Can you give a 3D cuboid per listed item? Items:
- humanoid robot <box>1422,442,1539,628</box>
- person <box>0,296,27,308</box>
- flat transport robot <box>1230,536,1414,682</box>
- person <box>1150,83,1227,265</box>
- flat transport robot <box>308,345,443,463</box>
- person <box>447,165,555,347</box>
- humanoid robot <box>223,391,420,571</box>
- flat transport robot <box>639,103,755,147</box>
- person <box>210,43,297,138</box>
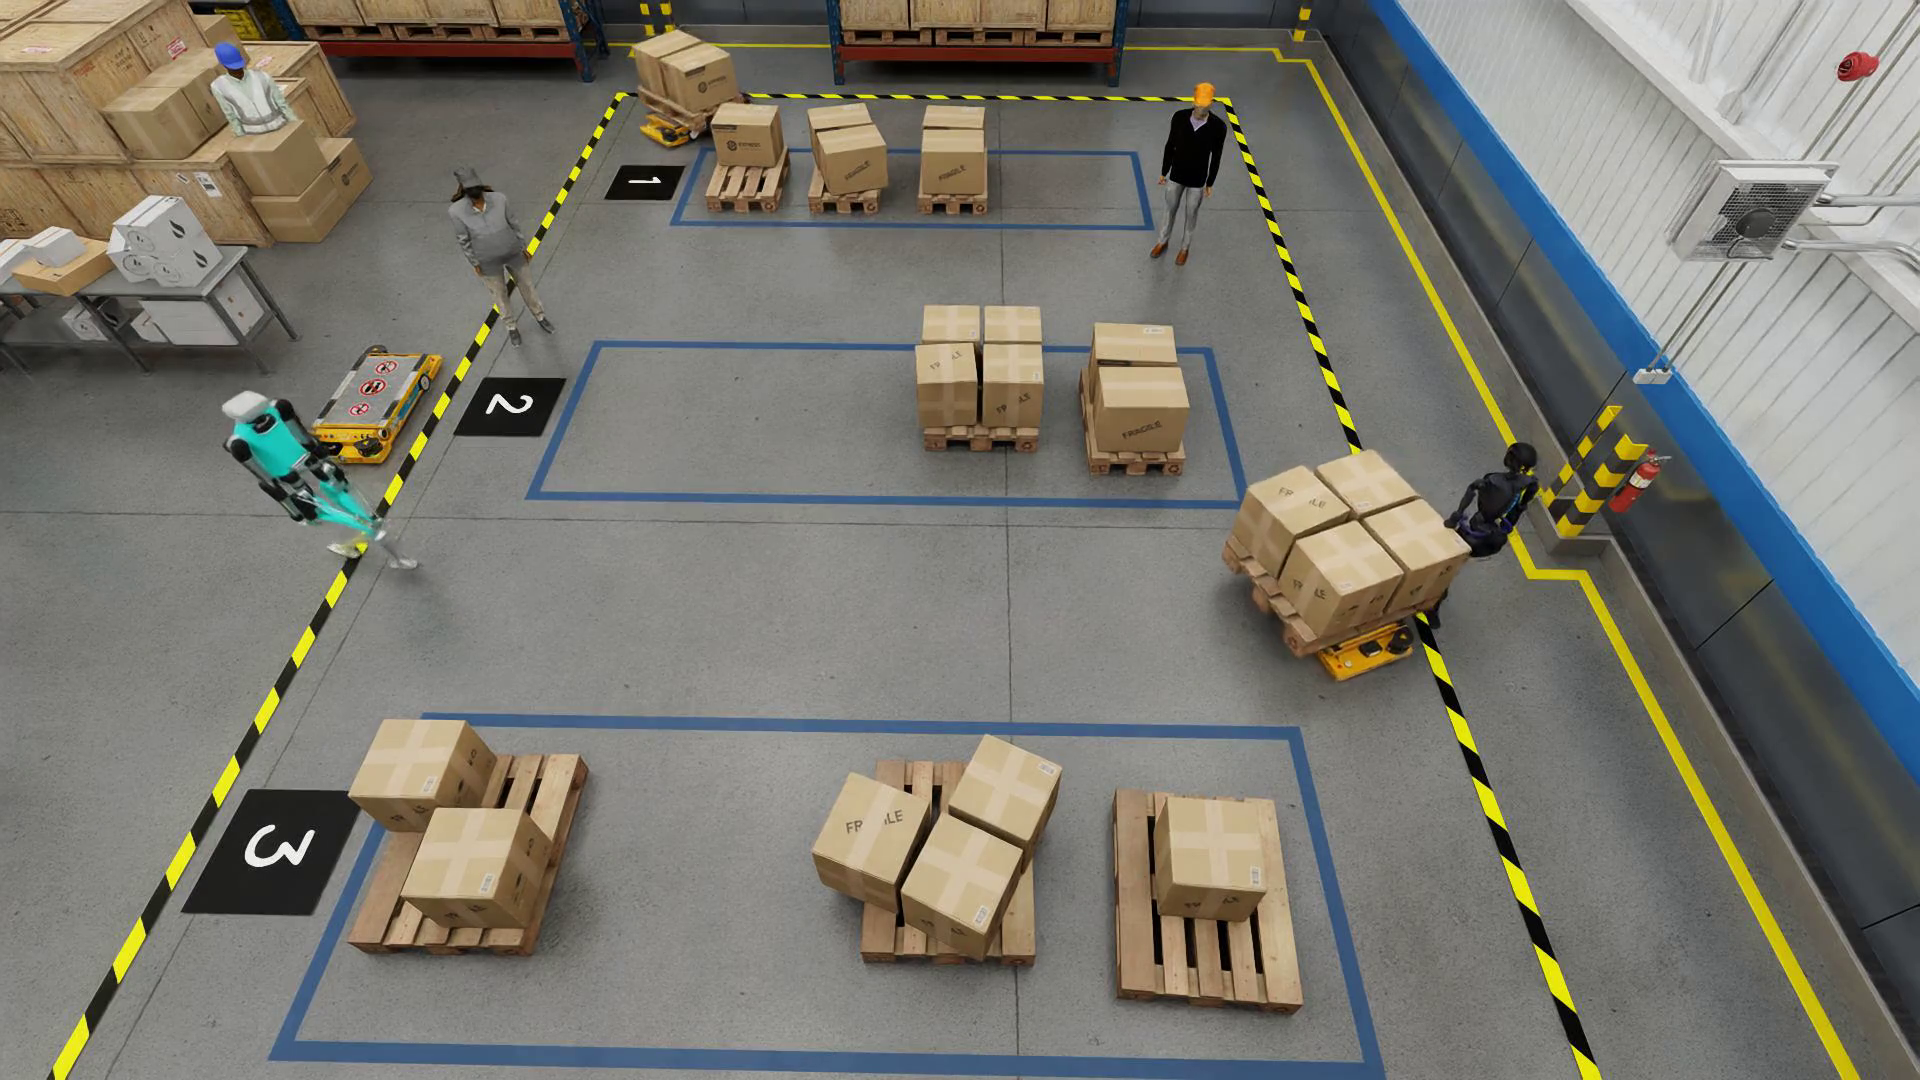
[{"bbox_3d":[3.609,-0.069,6.511,0.612,1.641,0.557,-7,50,-6],"label":"humanoid robot"},{"bbox_3d":[-10.042,-3.045,8.885,0.583,1.882,0.337,13,51,10],"label":"person"},{"bbox_3d":[2.754,0.372,7.034,0.652,0.197,1.431,-17,52,-14],"label":"flat transport robot"},{"bbox_3d":[2.354,-3.764,9.494,0.590,1.882,0.370,24,54,19],"label":"person"},{"bbox_3d":[-5.383,-1.269,8.441,0.659,0.231,1.431,1,50,1],"label":"flat transport robot"},{"bbox_3d":[-4.357,-2.687,8.657,0.560,1.768,0.399,-30,56,-23],"label":"person"},{"bbox_3d":[-4.549,-0.323,6.704,1.039,1.753,0.540,10,50,8],"label":"humanoid robot"},{"bbox_3d":[-3.472,-5.631,12.114,0.652,0.197,1.431,34,58,25],"label":"flat transport robot"},{"bbox_3d":[-7.524,-4.419,10.020,0.615,1.932,0.416,-33,57,-25],"label":"person"}]
